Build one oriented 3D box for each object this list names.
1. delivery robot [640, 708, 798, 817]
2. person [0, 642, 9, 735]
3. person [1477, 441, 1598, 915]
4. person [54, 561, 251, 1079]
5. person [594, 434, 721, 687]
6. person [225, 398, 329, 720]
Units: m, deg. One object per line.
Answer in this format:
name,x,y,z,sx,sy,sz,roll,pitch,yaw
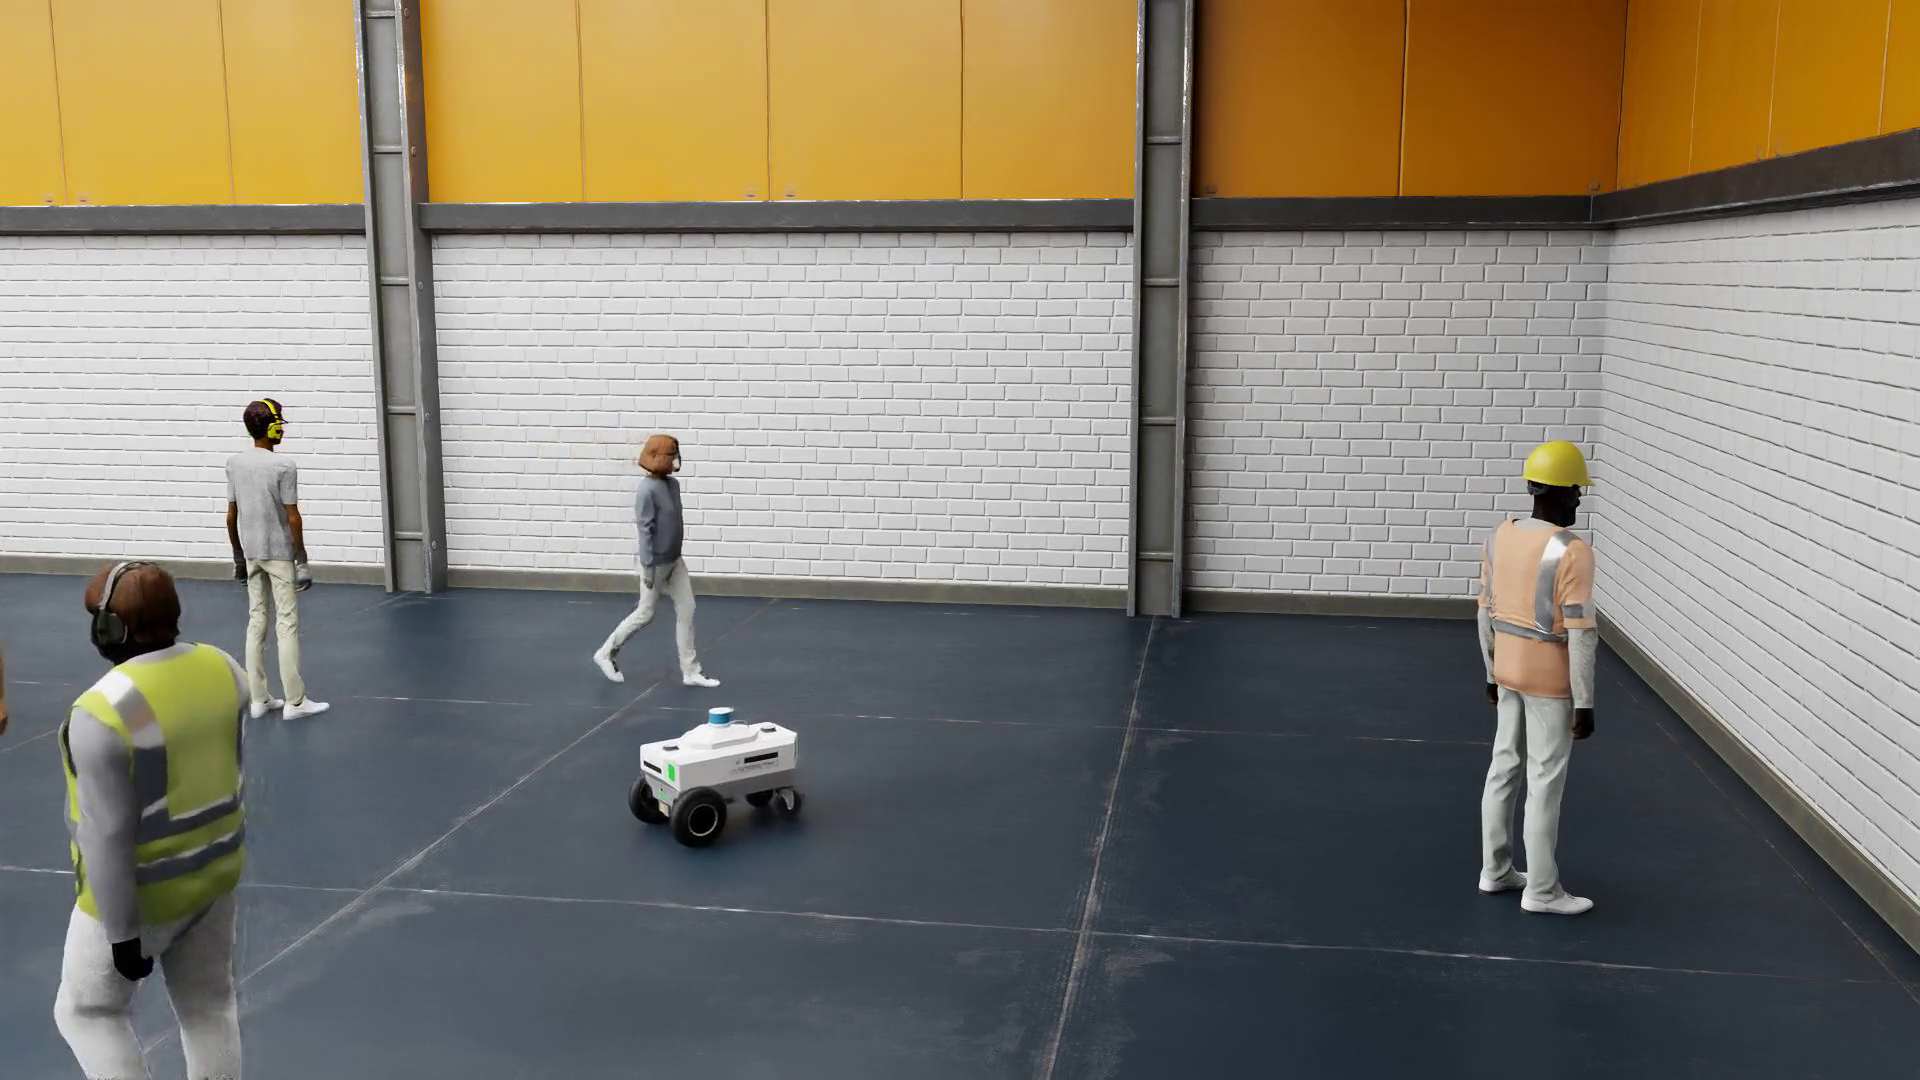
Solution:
delivery robot,-1.118,1.029,7.780,0.707,0.478,0.477,-7,11,-36
person,-4.212,0.638,6.758,0.590,1.782,0.830,-3,10,-17
person,2.361,0.556,6.767,0.367,1.926,0.594,-4,10,-23
person,-2.245,0.956,4.623,0.500,1.826,0.630,3,10,19
person,-1.920,0.129,10.391,0.765,1.607,0.506,3,10,16
person,-4.009,0.112,9.682,0.521,1.873,0.335,3,10,19
